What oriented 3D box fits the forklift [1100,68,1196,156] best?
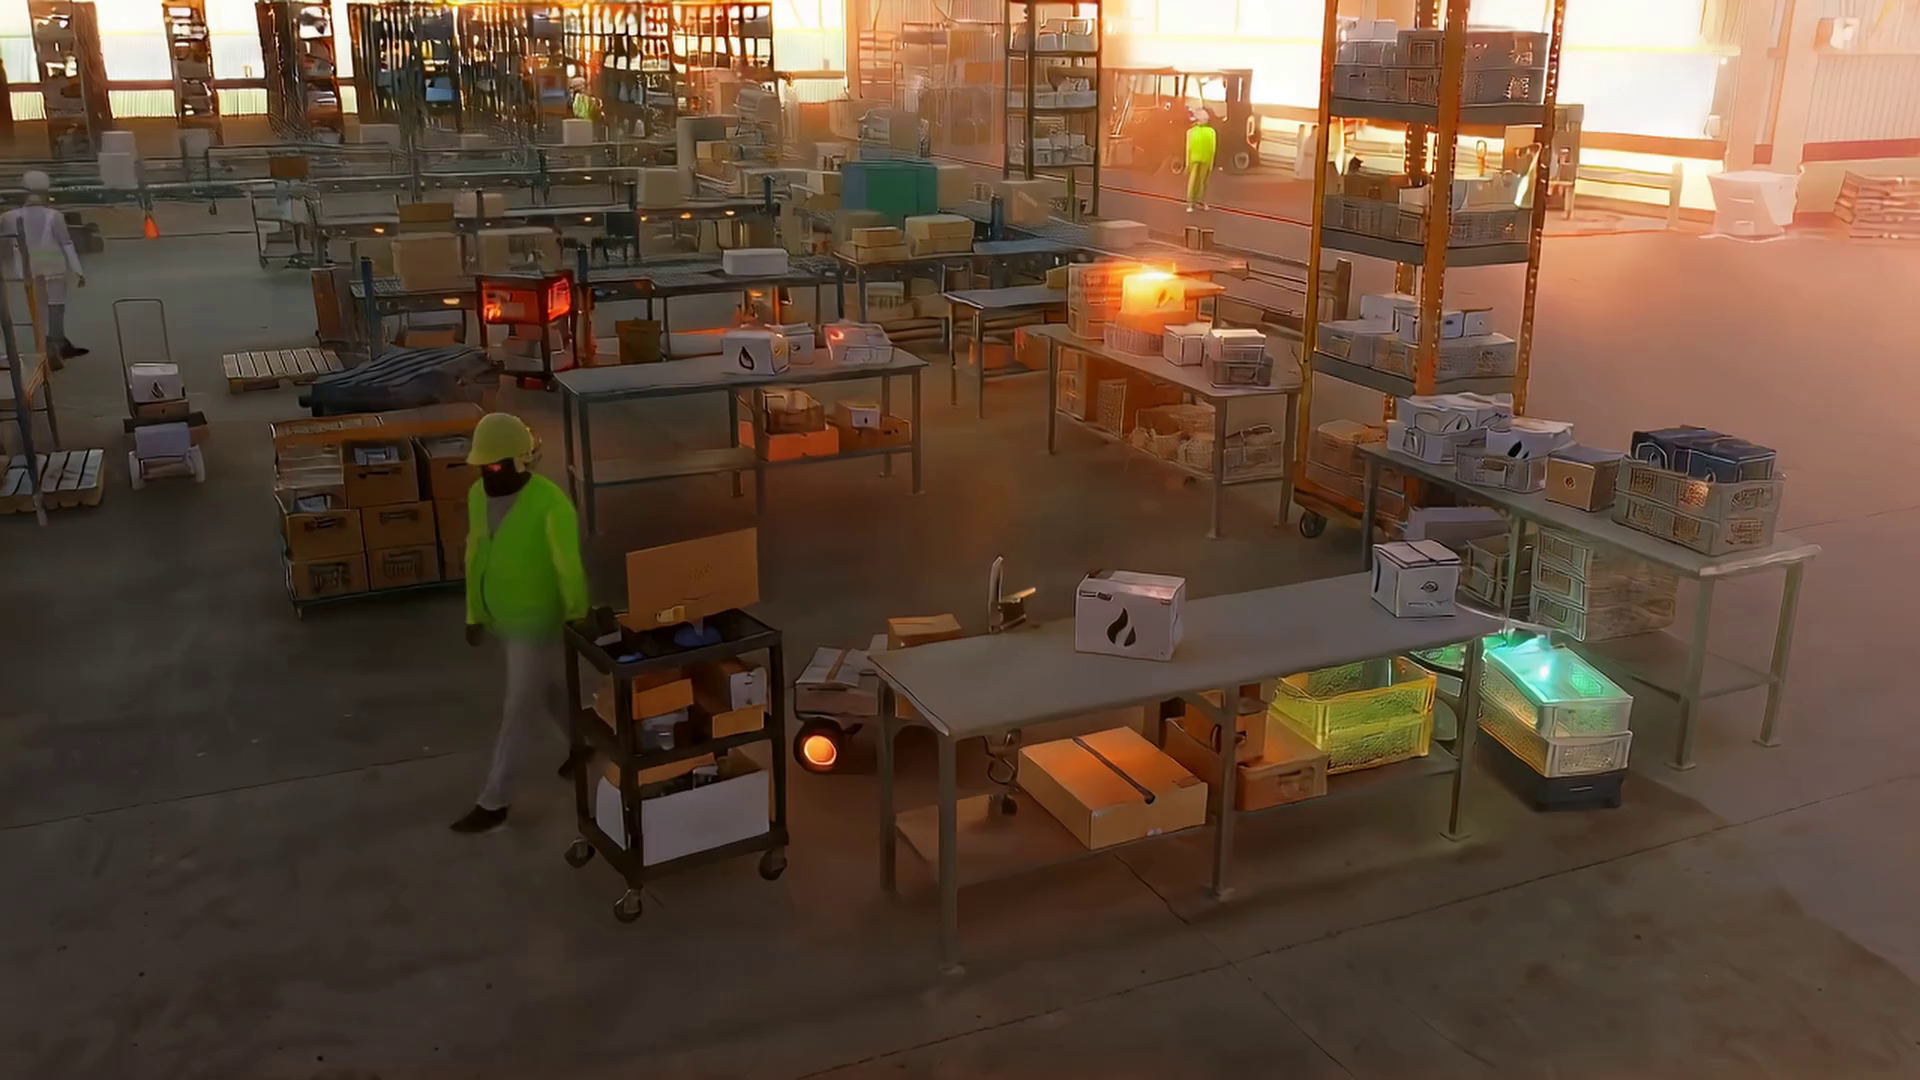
[{"bbox_3d":[4.082,-9.564,37.410,2.680,1.987,1.157,-8,19,-23],"label":"forklift"}]

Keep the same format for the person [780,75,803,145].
[{"bbox_3d":[-4.369,-11.158,43.226,0.580,1.815,0.860,-2,18,-5],"label":"person"}]

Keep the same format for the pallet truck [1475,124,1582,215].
[{"bbox_3d":[9.707,-6.455,28.103,1.885,1.965,0.823,-7,19,-20],"label":"pallet truck"}]

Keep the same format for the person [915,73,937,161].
[{"bbox_3d":[-0.795,-9.910,38.984,0.622,1.997,0.372,-15,23,-39],"label":"person"}]

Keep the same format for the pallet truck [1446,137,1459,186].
[{"bbox_3d":[9.184,-6.485,29.328,1.630,1.274,0.653,-8,19,-23],"label":"pallet truck"}]

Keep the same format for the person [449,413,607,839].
[{"bbox_3d":[-1.886,0.309,7.160,0.607,1.775,0.957,13,22,36],"label":"person"}]

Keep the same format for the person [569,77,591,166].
[{"bbox_3d":[-8.032,-8.740,35.225,0.377,2.045,0.605,-7,19,-20],"label":"person"}]

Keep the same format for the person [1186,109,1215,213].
[{"bbox_3d":[4.165,-6.558,28.803,0.524,1.769,0.314,-4,18,-13],"label":"person"}]

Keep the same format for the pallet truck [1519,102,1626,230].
[{"bbox_3d":[9.972,-6.037,26.785,1.885,1.965,0.823,-9,20,-25],"label":"pallet truck"}]

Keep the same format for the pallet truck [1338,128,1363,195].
[{"bbox_3d":[7.845,-7.140,31.411,1.522,1.261,0.704,-9,20,-25],"label":"pallet truck"}]

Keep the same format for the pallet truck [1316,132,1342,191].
[{"bbox_3d":[7.723,-7.504,32.656,1.601,1.201,0.680,-8,19,-23],"label":"pallet truck"}]

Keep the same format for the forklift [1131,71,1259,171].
[{"bbox_3d":[4.998,-8.936,35.413,2.680,1.987,1.157,-9,20,-25],"label":"forklift"}]

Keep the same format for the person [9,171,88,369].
[{"bbox_3d":[-8.936,-2.638,16.282,0.552,1.899,0.896,2,18,7],"label":"person"}]
